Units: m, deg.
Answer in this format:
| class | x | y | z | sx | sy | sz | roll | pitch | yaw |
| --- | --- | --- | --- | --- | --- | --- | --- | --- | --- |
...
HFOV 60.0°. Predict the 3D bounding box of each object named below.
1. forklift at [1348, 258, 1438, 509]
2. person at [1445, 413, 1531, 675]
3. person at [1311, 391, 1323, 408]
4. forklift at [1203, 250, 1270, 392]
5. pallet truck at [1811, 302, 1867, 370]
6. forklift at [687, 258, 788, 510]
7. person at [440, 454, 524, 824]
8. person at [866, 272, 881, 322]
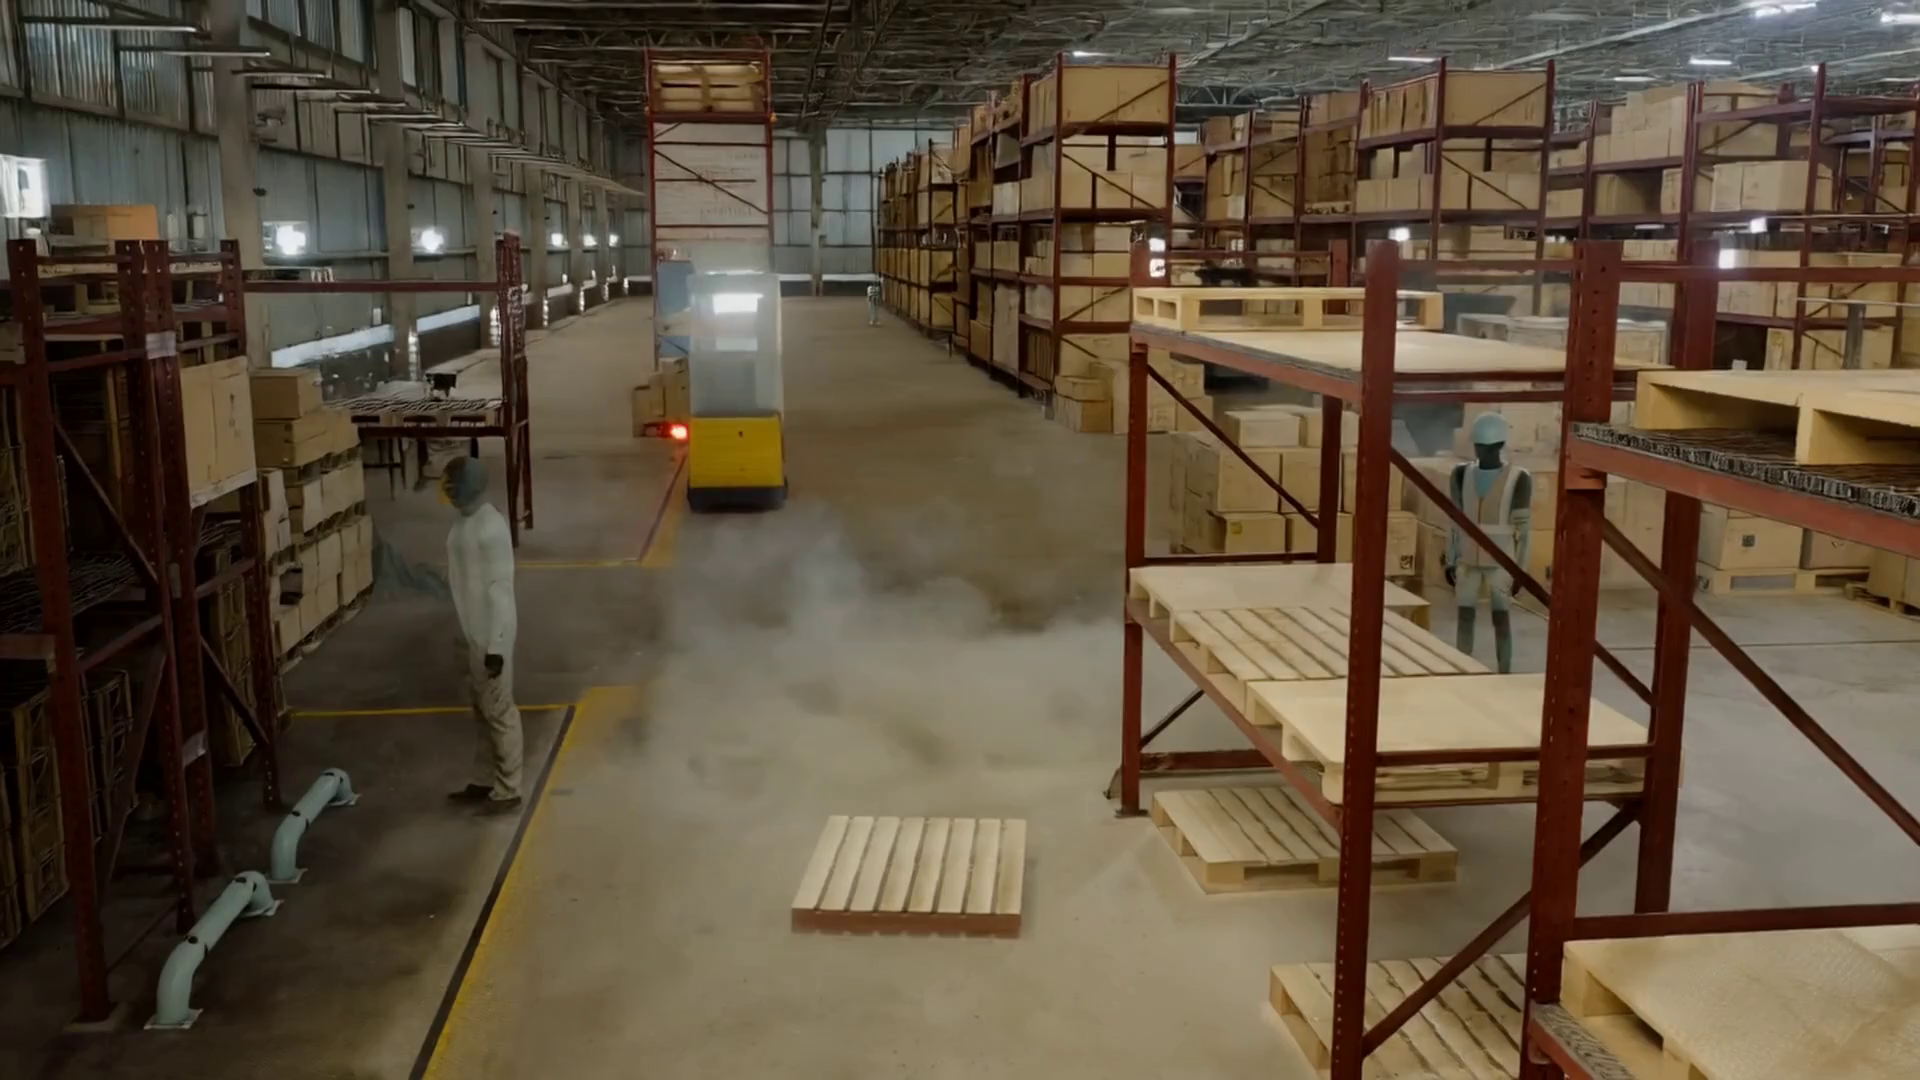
| class | x | y | z | sx | sy | sz | roll | pitch | yaw |
| --- | --- | --- | --- | --- | --- | --- | --- | --- | --- |
| forklift | 4.913 | -1.724 | 18.488 | 1.873 | 2.768 | 1.129 | -1 | 10 | -6 |
| person | 3.425 | 0.128 | 10.880 | 0.542 | 1.928 | 0.399 | 8 | 13 | 39 |
| person | 6.035 | -2.830 | 28.075 | 0.541 | 1.624 | 0.360 | -9 | 14 | -42 |
| forklift | 5.525 | -4.436 | 33.512 | 1.129 | 2.768 | 1.873 | -1 | 10 | -6 |
| pallet truck | 15.846 | -3.142 | 28.793 | 1.885 | 1.965 | 0.823 | 2 | 10 | 12 |
| forklift | -2.577 | -1.837 | 19.115 | 1.129 | 2.768 | 1.873 | -1 | 10 | -6 |
| person | -2.512 | 0.511 | 8.726 | 0.375 | 1.936 | 0.627 | -6 | 12 | -31 |
| person | -3.211 | -9.014 | 61.747 | 0.569 | 1.843 | 0.374 | -2 | 10 | -8 |
